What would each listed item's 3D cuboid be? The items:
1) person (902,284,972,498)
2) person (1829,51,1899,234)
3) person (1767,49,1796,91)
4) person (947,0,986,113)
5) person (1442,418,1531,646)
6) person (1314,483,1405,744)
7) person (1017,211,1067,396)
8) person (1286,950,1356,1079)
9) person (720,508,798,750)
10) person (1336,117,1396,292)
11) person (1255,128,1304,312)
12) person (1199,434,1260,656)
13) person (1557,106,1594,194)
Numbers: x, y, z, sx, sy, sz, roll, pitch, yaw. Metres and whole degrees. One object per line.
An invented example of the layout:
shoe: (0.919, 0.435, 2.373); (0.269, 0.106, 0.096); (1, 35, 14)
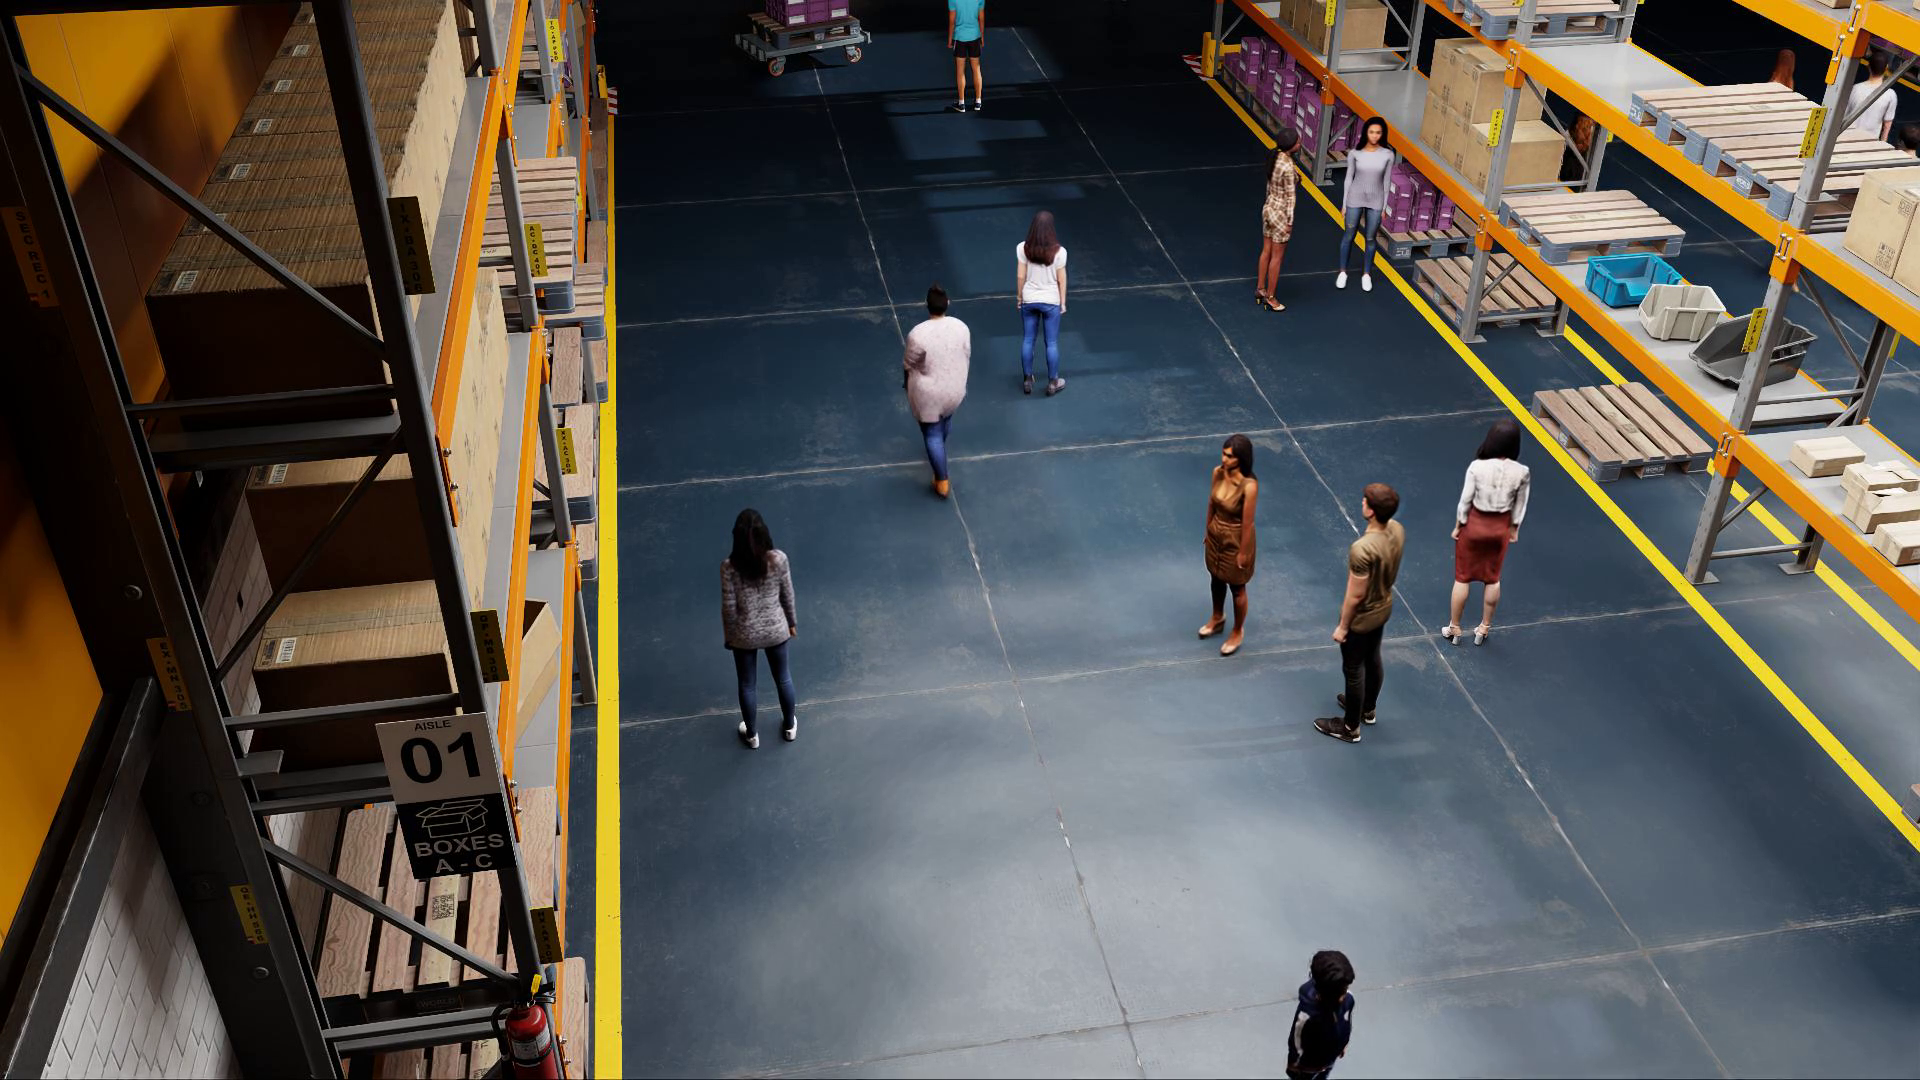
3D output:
person: (-0.162, -1.151, 13.045); (0.830, 1.701, 1.133); (-13, 36, -18)
person: (9.335, -4.077, 17.323); (1.201, 1.839, 1.229); (24, 41, 32)
person: (8.714, -4.440, 17.969); (0.638, 1.728, 0.603); (-17, 37, -24)
person: (0.085, -6.206, 20.585); (0.627, 1.773, 0.516); (-8, 34, -12)
person: (3.570, -0.040, 11.329); (0.649, 1.749, 0.590); (2, 34, 3)
person: (2.558, 0.454, 10.494); (0.779, 1.851, 0.748); (26, 42, 33)
person: (0.700, -2.033, 14.386); (0.679, 1.685, 0.691); (11, 35, 17)
person: (1.737, 2.449, 8.061); (0.577, 1.223, 0.565); (-17, 37, -24)
person: (-1.268, 0.558, 10.446); (0.644, 1.731, 0.552); (-10, 35, -14)
person: (3.954, -3.291, 16.233); (0.668, 1.735, 0.650); (7, 34, 10)
person: (3.021, -3.049, 15.817); (0.662, 1.793, 0.506); (-9, 35, -13)
person: (1.844, 0.016, 11.303); (0.693, 1.686, 0.583); (-22, 39, -29)
person: (6.240, -3.644, 16.892); (0.563, 1.594, 0.911); (-6, 34, -9)
